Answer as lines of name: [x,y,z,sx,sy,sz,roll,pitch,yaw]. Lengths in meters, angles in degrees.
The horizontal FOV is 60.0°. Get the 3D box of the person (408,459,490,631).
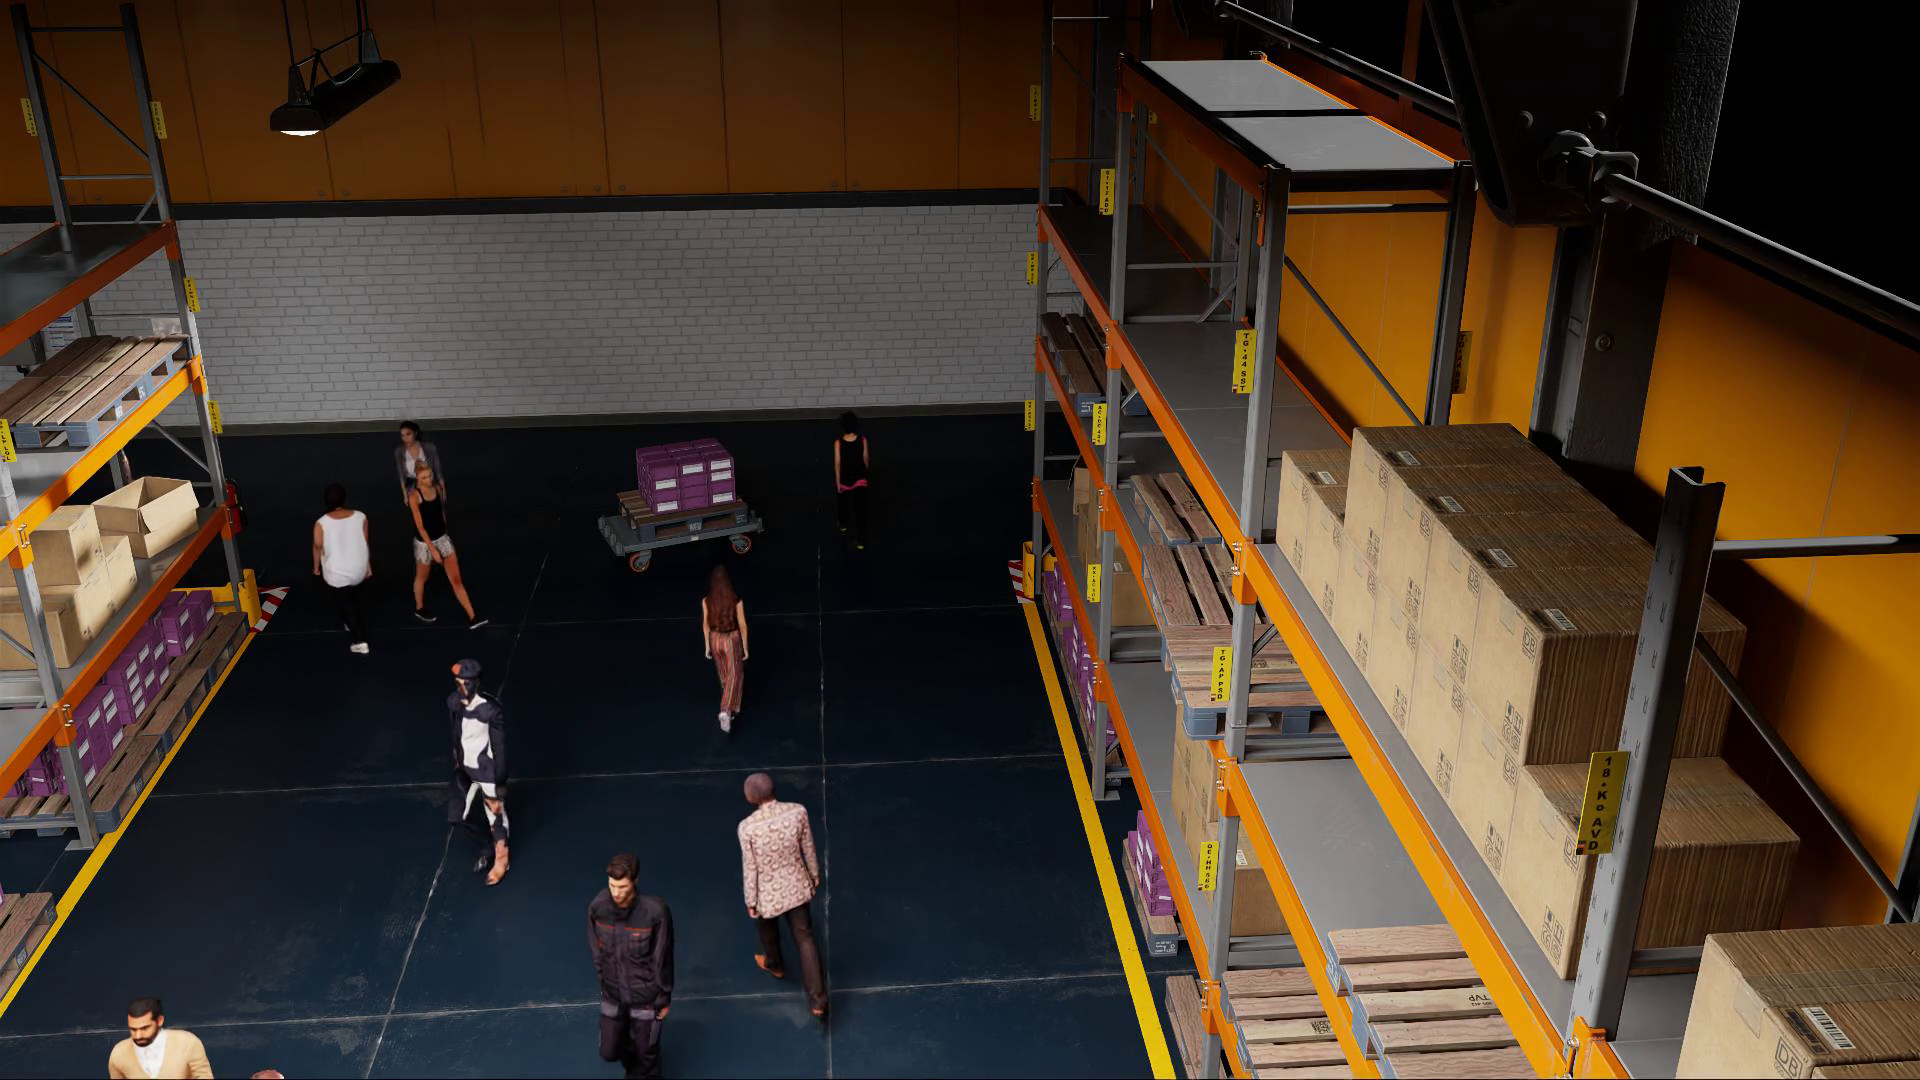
person: [-5.300,0.047,16.438,1.160,1.775,1.214,13,27,28]

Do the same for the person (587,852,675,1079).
person: [-1.962,2.681,10.221,0.785,1.927,0.805,4,24,10]

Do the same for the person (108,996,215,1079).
person: [-4.342,3.235,9.170,0.700,1.753,0.629,-6,24,-14]

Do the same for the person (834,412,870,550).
person: [-1.170,-0.632,18.322,0.594,1.510,1.028,-4,24,-9]

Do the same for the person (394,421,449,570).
person: [-5.764,-0.521,17.894,0.705,1.649,0.935,-6,24,-14]

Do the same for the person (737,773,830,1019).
person: [-1.153,2.385,11.078,1.020,1.782,1.307,-10,25,-21]

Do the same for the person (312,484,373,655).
person: [-5.897,0.317,15.994,1.089,1.634,1.238,-20,31,-39]

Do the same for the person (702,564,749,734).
person: [-2.070,0.960,14.631,0.674,1.547,0.984,3,24,6]

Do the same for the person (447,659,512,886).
person: [-3.553,1.697,12.529,0.839,1.881,0.844,11,26,24]
